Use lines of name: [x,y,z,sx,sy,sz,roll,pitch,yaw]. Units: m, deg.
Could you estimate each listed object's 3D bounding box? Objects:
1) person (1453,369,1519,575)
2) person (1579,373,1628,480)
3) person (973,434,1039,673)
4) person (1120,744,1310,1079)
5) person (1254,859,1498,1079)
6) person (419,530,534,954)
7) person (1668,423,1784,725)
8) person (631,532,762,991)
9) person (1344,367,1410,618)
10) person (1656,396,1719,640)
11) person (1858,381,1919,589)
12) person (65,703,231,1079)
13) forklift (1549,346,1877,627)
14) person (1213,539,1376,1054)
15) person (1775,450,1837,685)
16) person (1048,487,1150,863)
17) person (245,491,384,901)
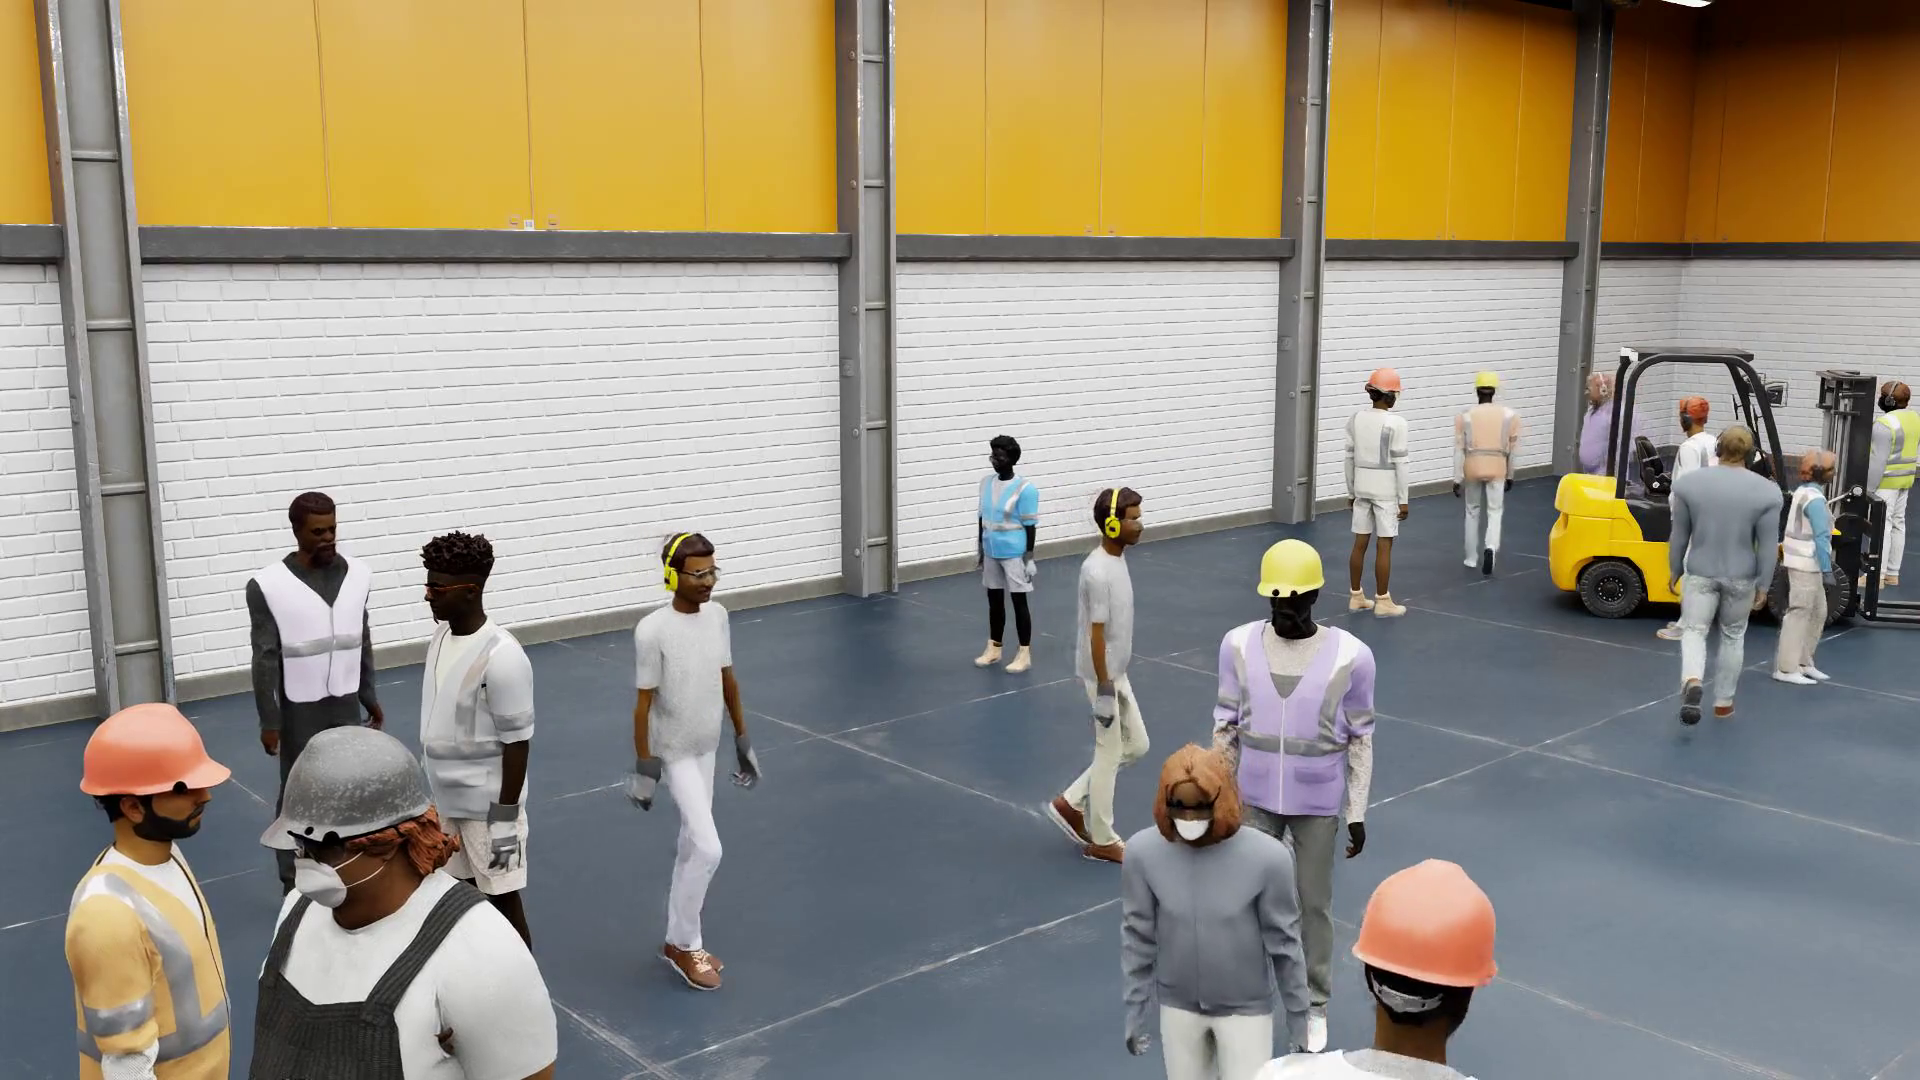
person: [4.863,-0.630,15.444,0.578,1.897,0.761,3,10,15]
person: [6.009,-0.606,15.379,0.571,1.880,0.649,-1,10,-3]
person: [0.327,0.093,11.804,0.321,1.695,0.539,-10,14,-44]
person: [0.719,1.341,4.721,0.539,1.609,0.425,5,11,25]
person: [0.732,1.514,2.865,0.584,1.911,0.619,5,11,26]
person: [-1.782,0.934,6.091,0.368,1.966,0.603,-9,13,-43]
person: [4.736,0.232,10.357,0.634,1.915,0.760,5,11,28]
person: [-1.030,0.884,6.740,0.571,1.852,0.512,5,11,28]
person: [3.427,-0.388,13.601,0.373,2.043,0.614,-7,12,-37]
person: [5.606,-0.162,12.754,0.356,1.881,0.575,8,13,40]
person: [8.230,-0.490,14.787,0.625,1.846,0.429,-7,12,-34]
person: [-1.838,1.325,3.884,0.358,1.938,0.542,-3,10,-16]
forklift: [6.109,-0.478,13.691,2.313,2.155,1.214,3,10,16]
person: [1.212,0.944,6.148,0.594,1.924,0.382,4,11,24]
person: [5.864,0.193,11.423,0.403,1.632,0.528,4,10,22]
person: [0.714,0.658,8.022,0.436,1.858,0.552,3,10,15]
person: [-2.880,0.727,7.446,0.373,1.914,0.596,7,12,35]
